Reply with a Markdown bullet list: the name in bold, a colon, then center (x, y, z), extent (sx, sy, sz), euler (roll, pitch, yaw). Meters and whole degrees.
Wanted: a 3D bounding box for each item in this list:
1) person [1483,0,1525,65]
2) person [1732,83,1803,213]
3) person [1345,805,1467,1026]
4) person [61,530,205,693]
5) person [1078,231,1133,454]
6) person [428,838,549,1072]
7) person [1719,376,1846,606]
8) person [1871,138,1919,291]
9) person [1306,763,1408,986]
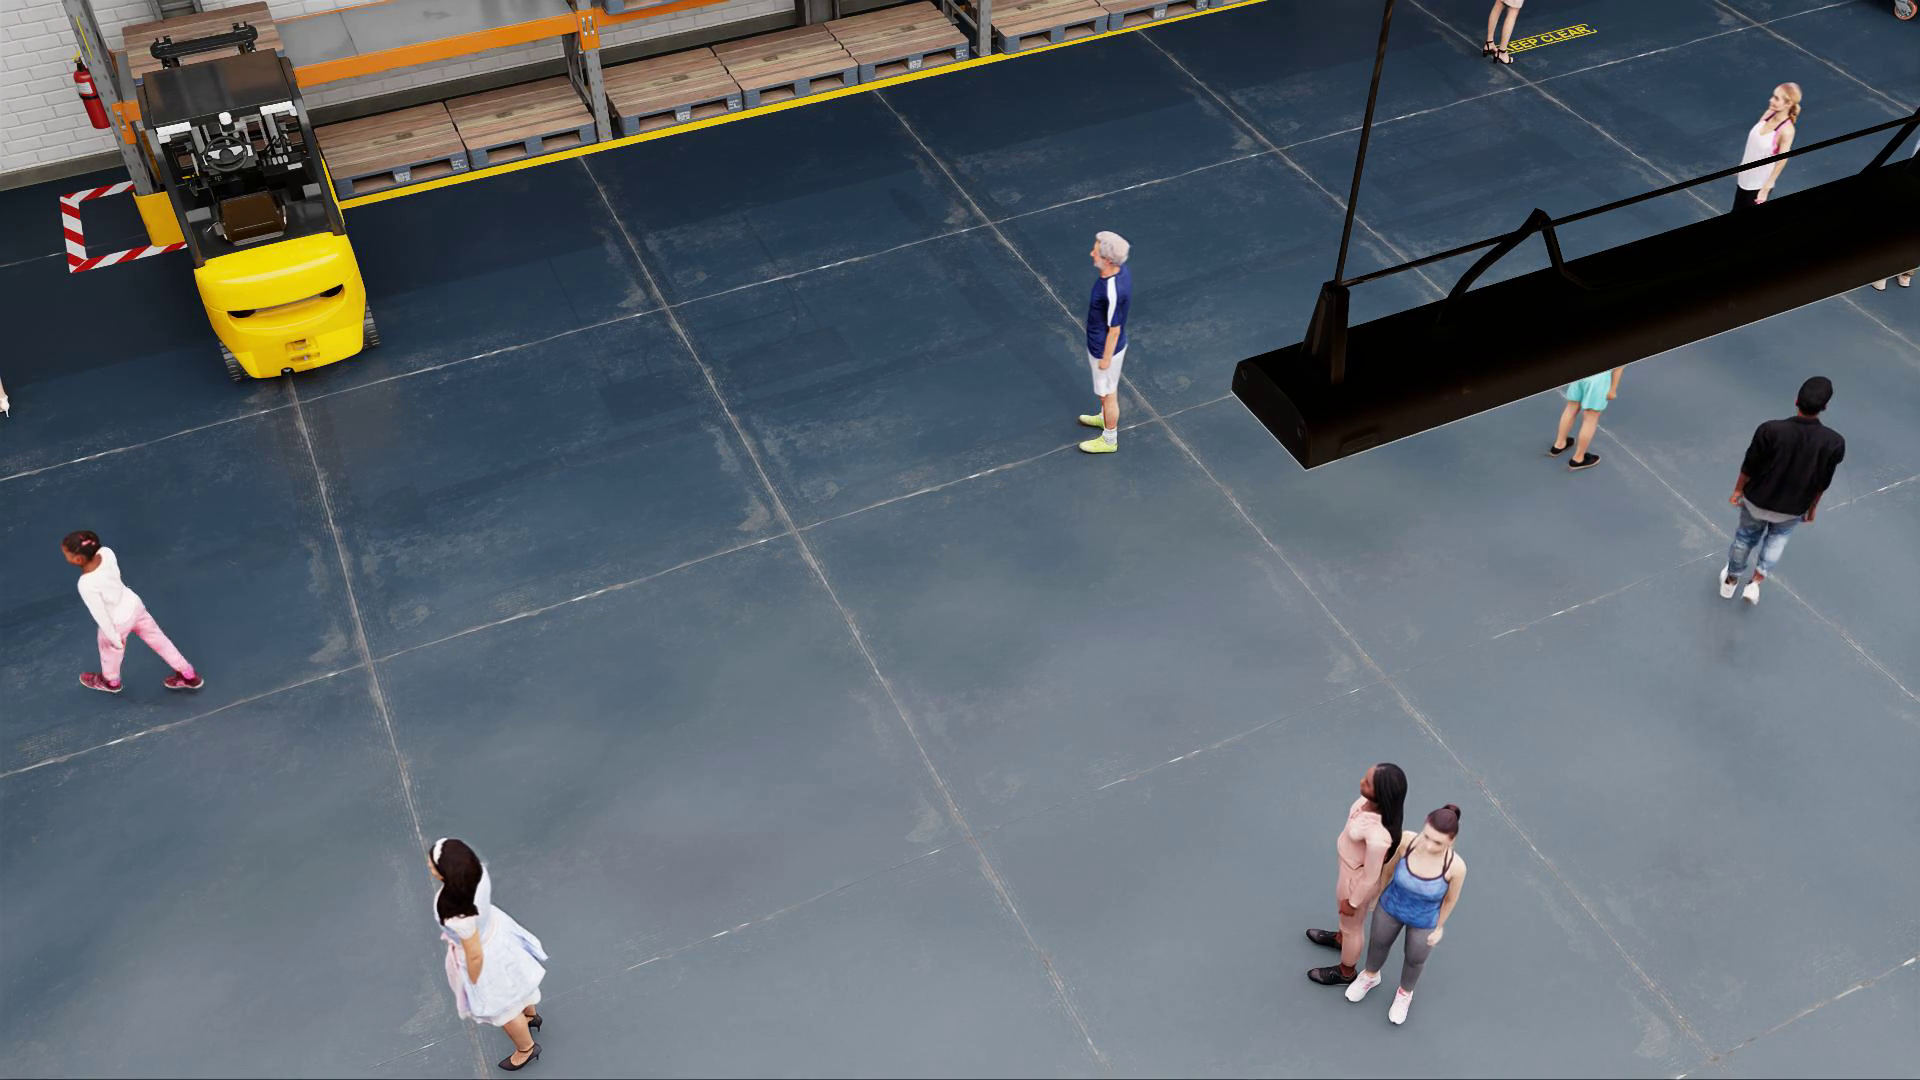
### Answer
- **person**: center (5.471, -5.594, 16.377), extent (0.485, 1.830, 0.564), euler (-17, 46, -17)
- **person**: center (6.521, -2.924, 13.606), extent (0.631, 1.787, 0.666), euler (-3, 44, -3)
- **person**: center (2.339, 1.930, 8.640), extent (0.663, 1.610, 0.698), euler (25, 49, 24)
- **person**: center (-5.146, 0.464, 10.324), extent (1.047, 1.409, 0.890), euler (6, 44, 6)
- **person**: center (1.059, -1.430, 12.003), extent (0.703, 1.836, 0.712), euler (2, 44, 2)
- **person**: center (-2.368, 2.082, 8.332), extent (0.851, 1.815, 0.814), euler (-2, 44, -2)
- **person**: center (5.292, -0.239, 10.779), extent (0.881, 1.800, 0.939), euler (16, 46, 16)
- **person**: center (7.867, -2.863, 13.525), extent (0.615, 1.811, 0.801), euler (-6, 44, -6)
- **person**: center (2.108, 1.747, 8.751), extent (0.727, 1.721, 0.703), euler (7, 44, 8)
